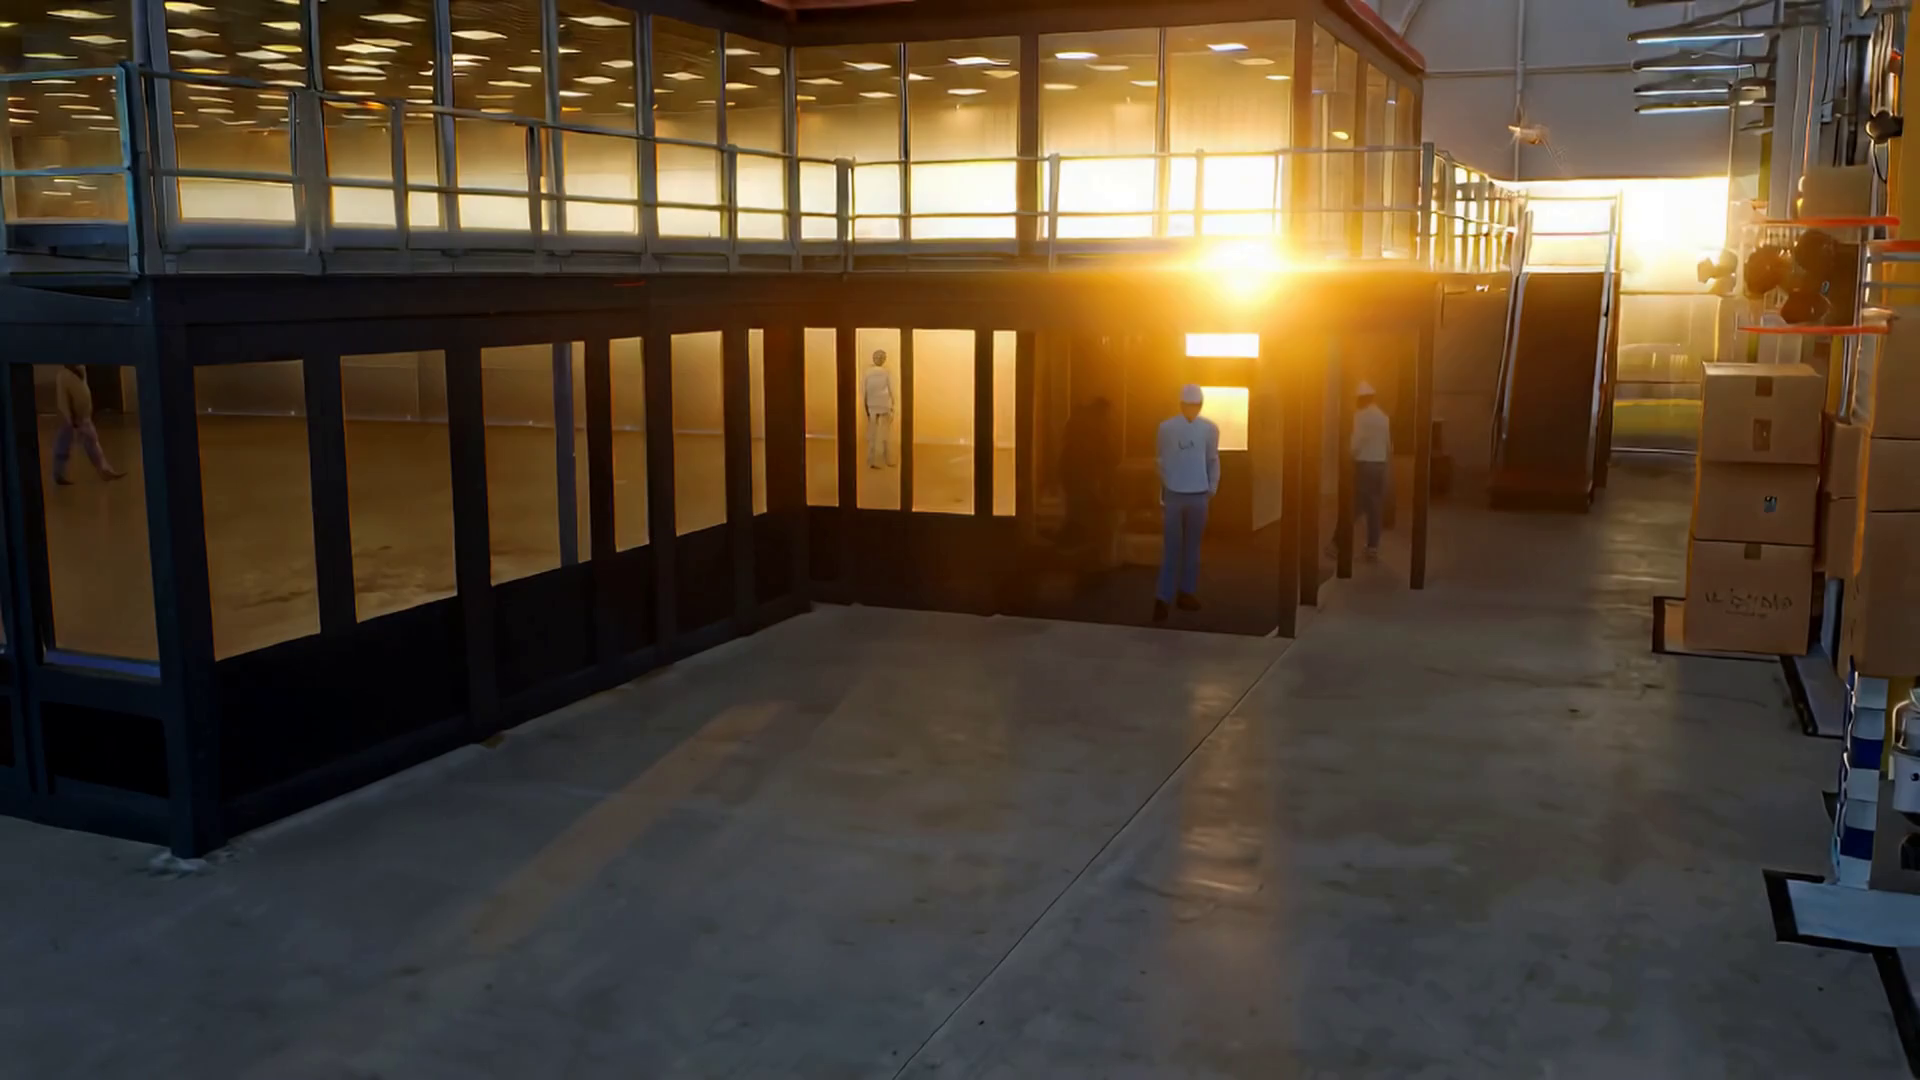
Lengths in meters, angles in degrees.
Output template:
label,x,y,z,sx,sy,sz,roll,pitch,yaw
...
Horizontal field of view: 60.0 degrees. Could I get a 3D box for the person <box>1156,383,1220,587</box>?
label,x,y,z,sx,sy,sz,roll,pitch,yaw
person,2.201,-0.525,16.074,0.614,1.987,0.400,1,9,3
